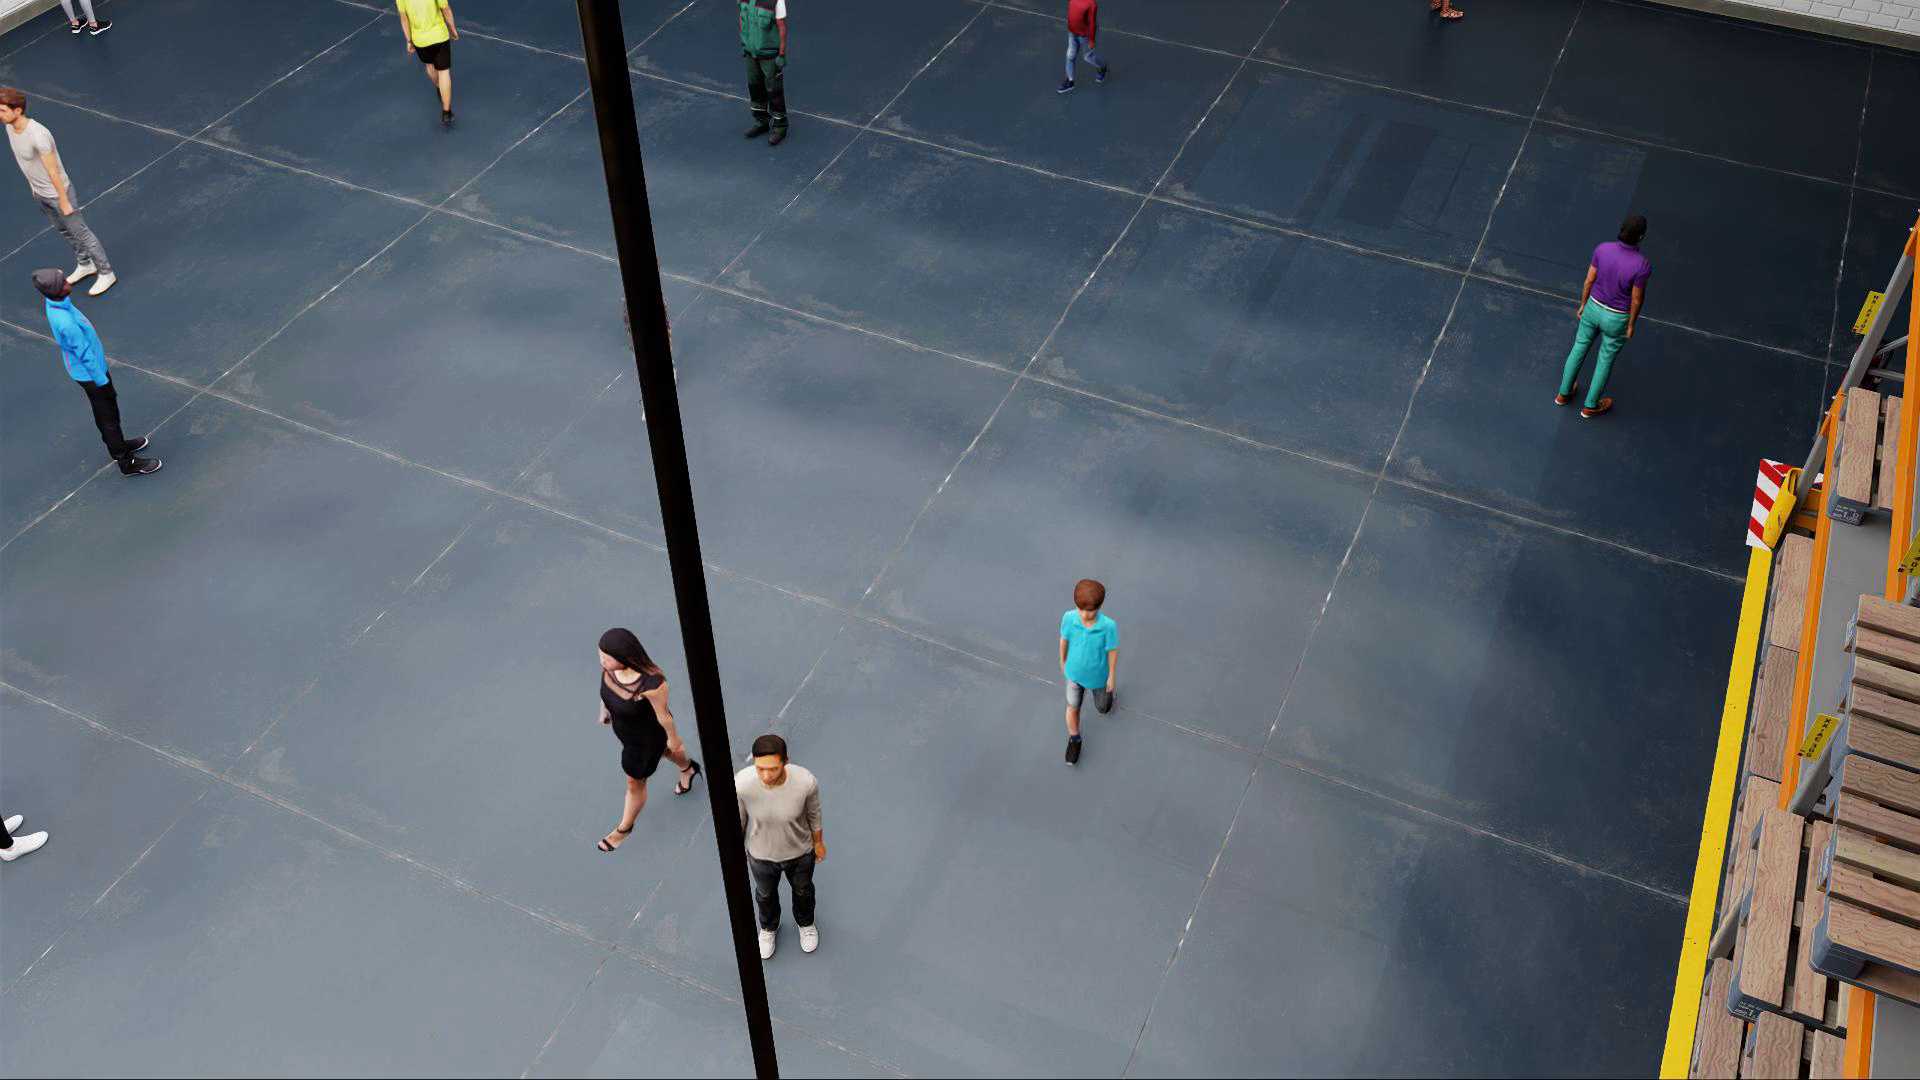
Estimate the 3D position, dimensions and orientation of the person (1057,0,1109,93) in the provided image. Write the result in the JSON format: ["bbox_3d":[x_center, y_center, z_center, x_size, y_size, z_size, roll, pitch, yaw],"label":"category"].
[{"bbox_3d":[1.275,-5.135,16.747,0.890,1.236,0.708,-30,51,-28],"label":"person"}]

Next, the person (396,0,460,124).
[{"bbox_3d":[-5.143,-4.864,16.148,1.008,1.671,1.184,-6,44,-6],"label":"person"}]

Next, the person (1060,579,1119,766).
[{"bbox_3d":[0.829,0.757,10.418,0.597,1.436,0.846,13,45,13],"label":"person"}]

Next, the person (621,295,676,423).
[{"bbox_3d":[-2.421,-1.598,12.995,0.683,1.291,0.906,6,44,6],"label":"person"}]

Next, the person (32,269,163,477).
[{"bbox_3d":[-6.424,-1.240,12.254,0.694,1.794,0.691,-29,51,-27],"label":"person"}]

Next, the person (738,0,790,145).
[{"bbox_3d":[-1.868,-4.672,15.825,0.708,1.839,0.640,24,48,23],"label":"person"}]

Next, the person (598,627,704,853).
[{"bbox_3d":[-1.811,1.080,9.909,1.160,1.672,0.936,-33,53,-30],"label":"person"}]

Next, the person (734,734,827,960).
[{"bbox_3d":[-0.991,1.667,9.190,0.733,1.811,0.724,-4,44,-4],"label":"person"}]

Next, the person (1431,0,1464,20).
[{"bbox_3d":[5.327,-6.444,17.771,0.727,1.719,0.650,-11,45,-11],"label":"person"}]

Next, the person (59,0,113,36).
[{"bbox_3d":[-9.477,-6.170,17.478,0.594,1.726,0.586,9,44,9],"label":"person"}]

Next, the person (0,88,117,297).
[{"bbox_3d":[-7.619,-2.948,13.977,0.661,1.892,0.574,23,48,22],"label":"person"}]

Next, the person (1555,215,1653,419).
[{"bbox_3d":[4.974,-1.731,12.789,0.690,1.768,0.699,-34,53,-31],"label":"person"}]
